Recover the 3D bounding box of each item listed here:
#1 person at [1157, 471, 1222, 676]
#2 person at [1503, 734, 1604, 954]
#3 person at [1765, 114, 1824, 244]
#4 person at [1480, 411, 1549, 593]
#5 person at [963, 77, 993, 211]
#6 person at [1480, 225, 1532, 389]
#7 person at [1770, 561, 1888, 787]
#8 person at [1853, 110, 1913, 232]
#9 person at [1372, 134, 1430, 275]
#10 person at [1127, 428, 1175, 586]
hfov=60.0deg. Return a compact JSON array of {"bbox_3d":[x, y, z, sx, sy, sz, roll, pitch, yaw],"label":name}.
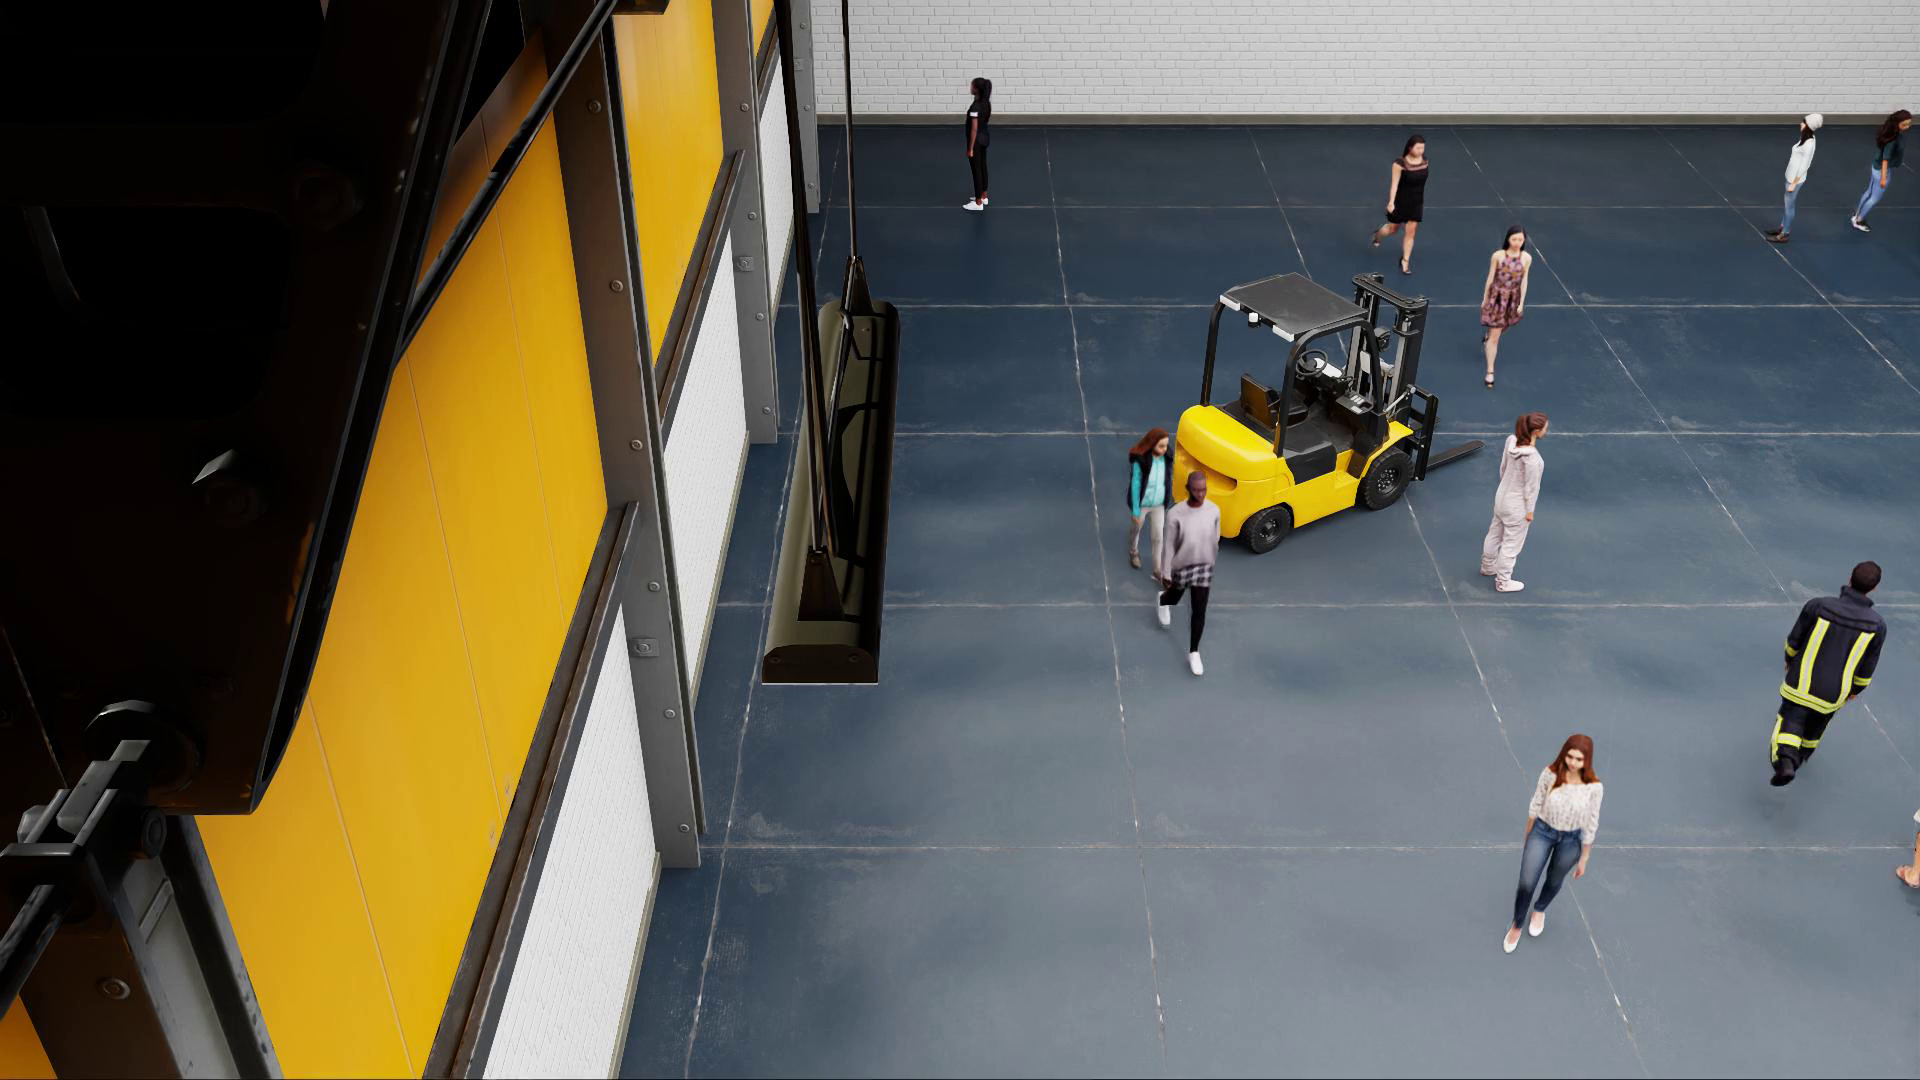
[{"bbox_3d":[1.838,0.171,13.562,0.762,1.745,1.167,-5,34,-8],"label":"person"},{"bbox_3d":[3.954,1.916,10.967,0.732,1.713,0.840,13,36,18],"label":"person"},{"bbox_3d":[10.407,-4.516,20.706,0.693,1.643,0.552,12,36,18],"label":"person"},{"bbox_3d":[4.791,-0.350,14.395,0.751,1.692,0.598,-8,34,-12],"label":"person"},{"bbox_3d":[0.237,-5.153,21.587,0.753,1.729,0.639,13,36,18],"label":"person"},{"bbox_3d":[5.736,-2.527,17.618,0.693,1.750,1.102,4,34,5],"label":"person"},{"bbox_3d":[6.291,1.018,12.149,1.044,1.901,1.216,16,37,22],"label":"person"},{"bbox_3d":[11.627,-4.683,21.008,0.938,1.587,0.726,8,34,11],"label":"person"},{"bbox_3d":[5.299,-4.059,19.976,0.885,1.691,1.095,-13,36,-18],"label":"person"},{"bbox_3d":[1.616,-0.373,14.631,0.739,1.469,0.935,-9,35,-13],"label":"person"}]
